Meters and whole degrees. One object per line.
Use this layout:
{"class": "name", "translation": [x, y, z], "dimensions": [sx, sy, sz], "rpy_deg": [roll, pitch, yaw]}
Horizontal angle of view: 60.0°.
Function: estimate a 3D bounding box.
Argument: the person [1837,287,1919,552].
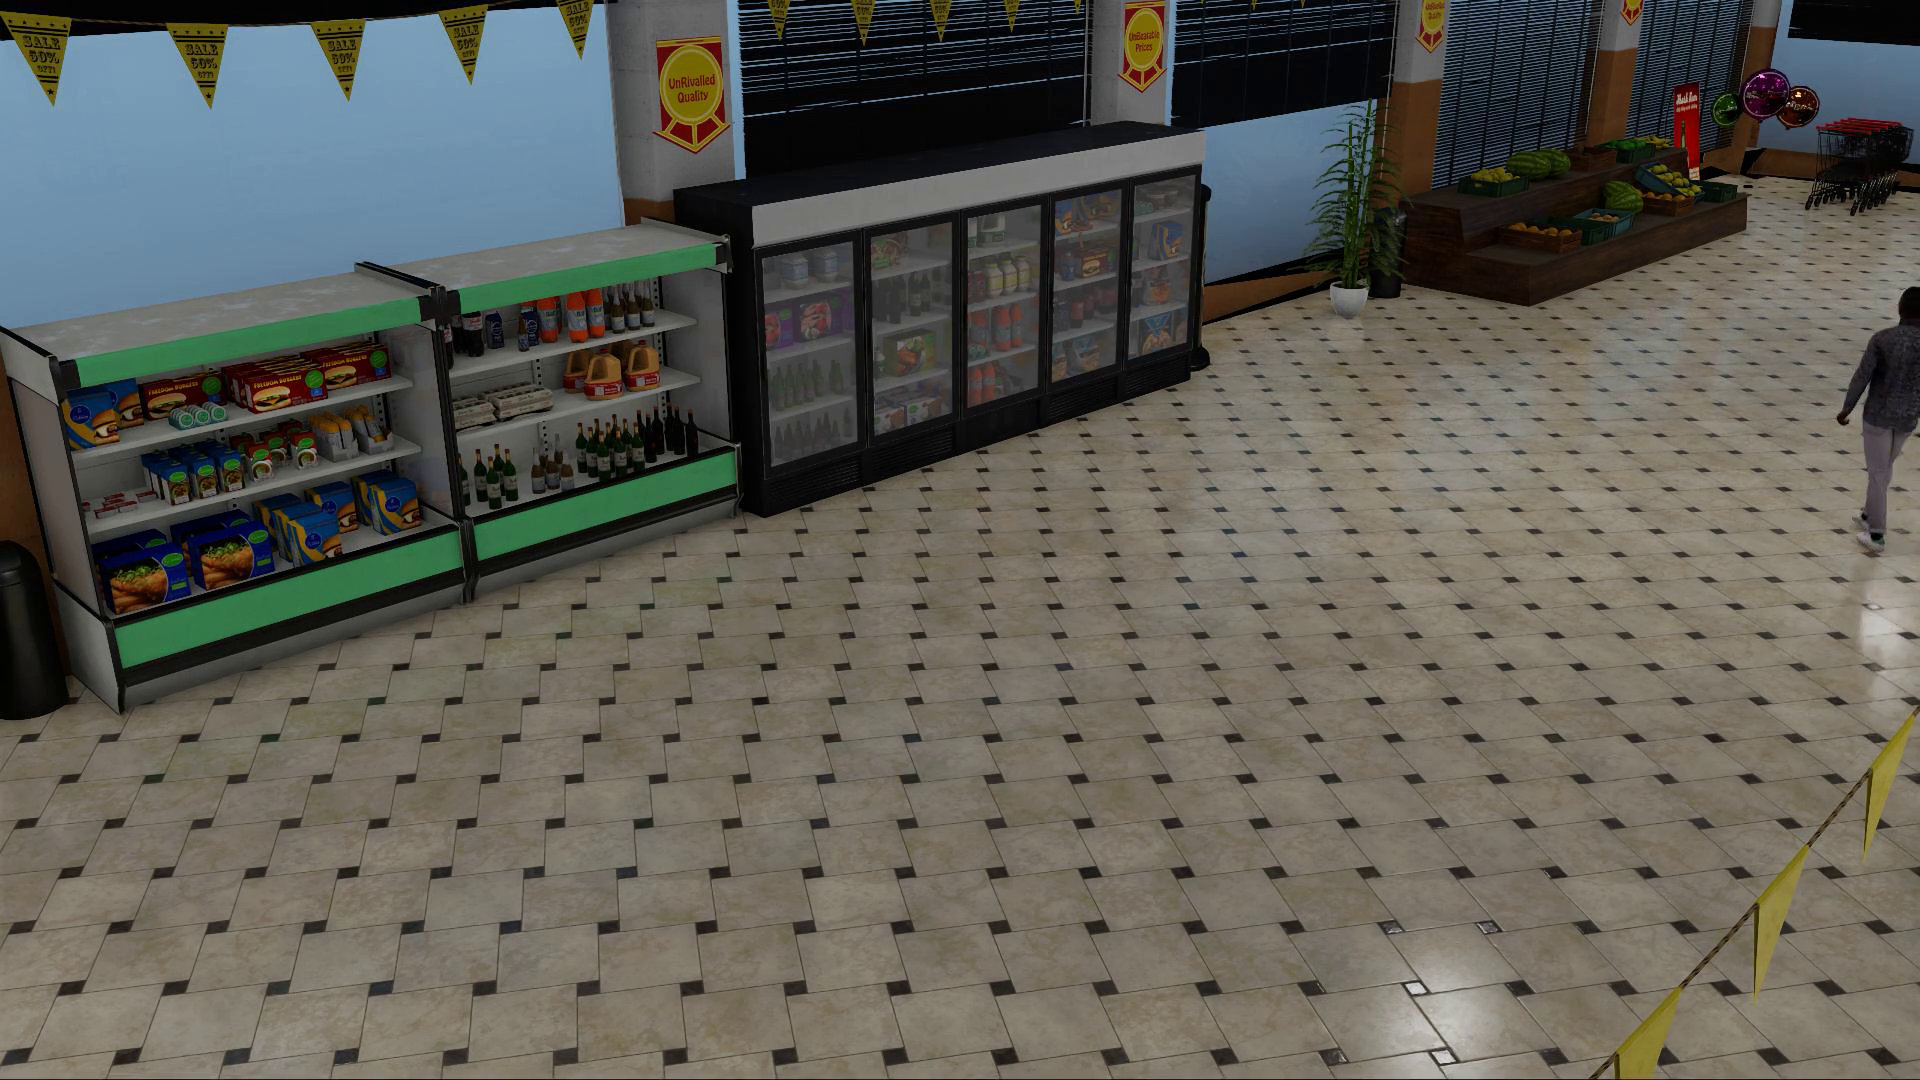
{"class": "person", "translation": [6.437, -0.801, 11.427], "dimensions": [0.961, 1.818, 1.022], "rpy_deg": [0, 22, 0]}
